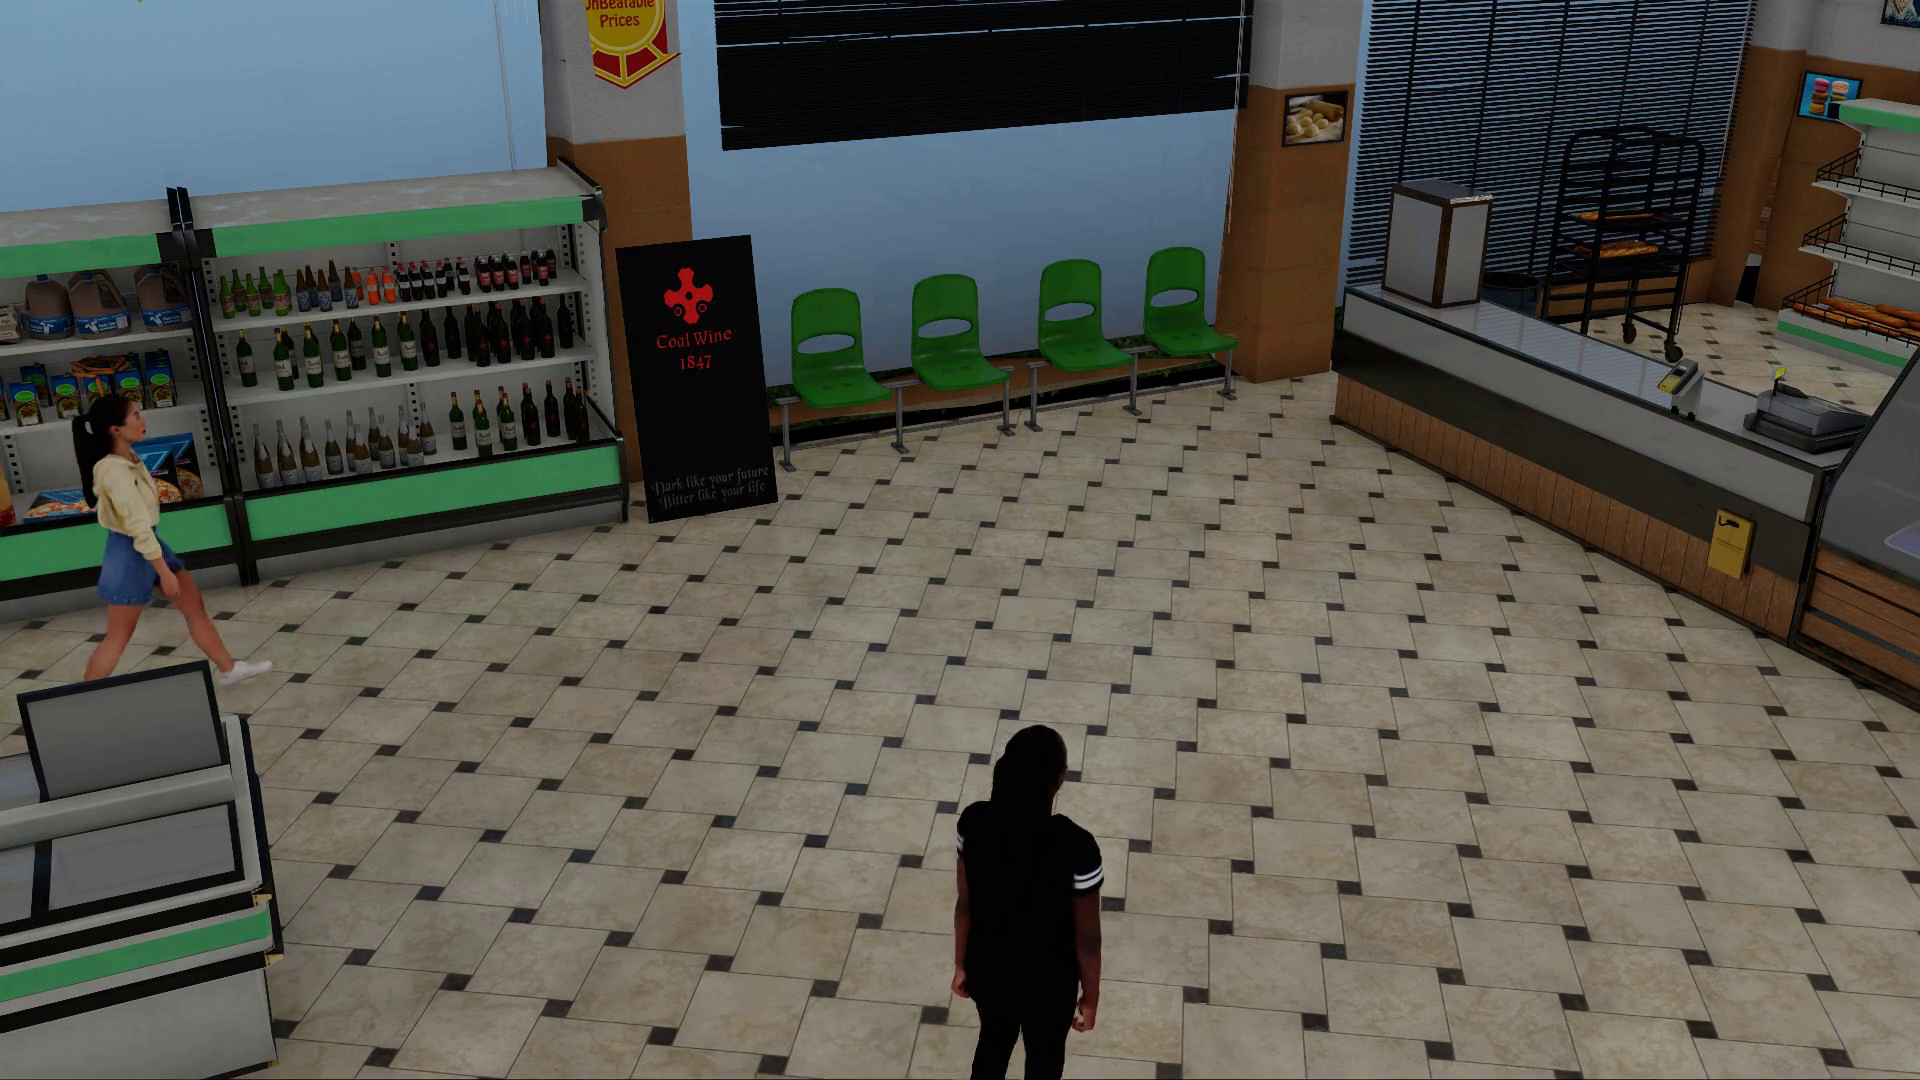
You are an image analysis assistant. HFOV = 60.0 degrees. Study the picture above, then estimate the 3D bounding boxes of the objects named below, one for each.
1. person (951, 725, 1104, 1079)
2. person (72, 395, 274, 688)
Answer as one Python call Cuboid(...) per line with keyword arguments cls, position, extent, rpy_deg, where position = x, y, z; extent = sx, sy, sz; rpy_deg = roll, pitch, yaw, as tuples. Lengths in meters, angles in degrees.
Cuboid(cls="person", position=(0.154, 1.344, 4.907), extent=(0.847, 1.720, 0.915), rpy_deg=(10, 26, 22))
Cuboid(cls="person", position=(-3.971, 0.134, 7.844), extent=(1.111, 1.583, 0.650), rpy_deg=(-11, 26, -23))
